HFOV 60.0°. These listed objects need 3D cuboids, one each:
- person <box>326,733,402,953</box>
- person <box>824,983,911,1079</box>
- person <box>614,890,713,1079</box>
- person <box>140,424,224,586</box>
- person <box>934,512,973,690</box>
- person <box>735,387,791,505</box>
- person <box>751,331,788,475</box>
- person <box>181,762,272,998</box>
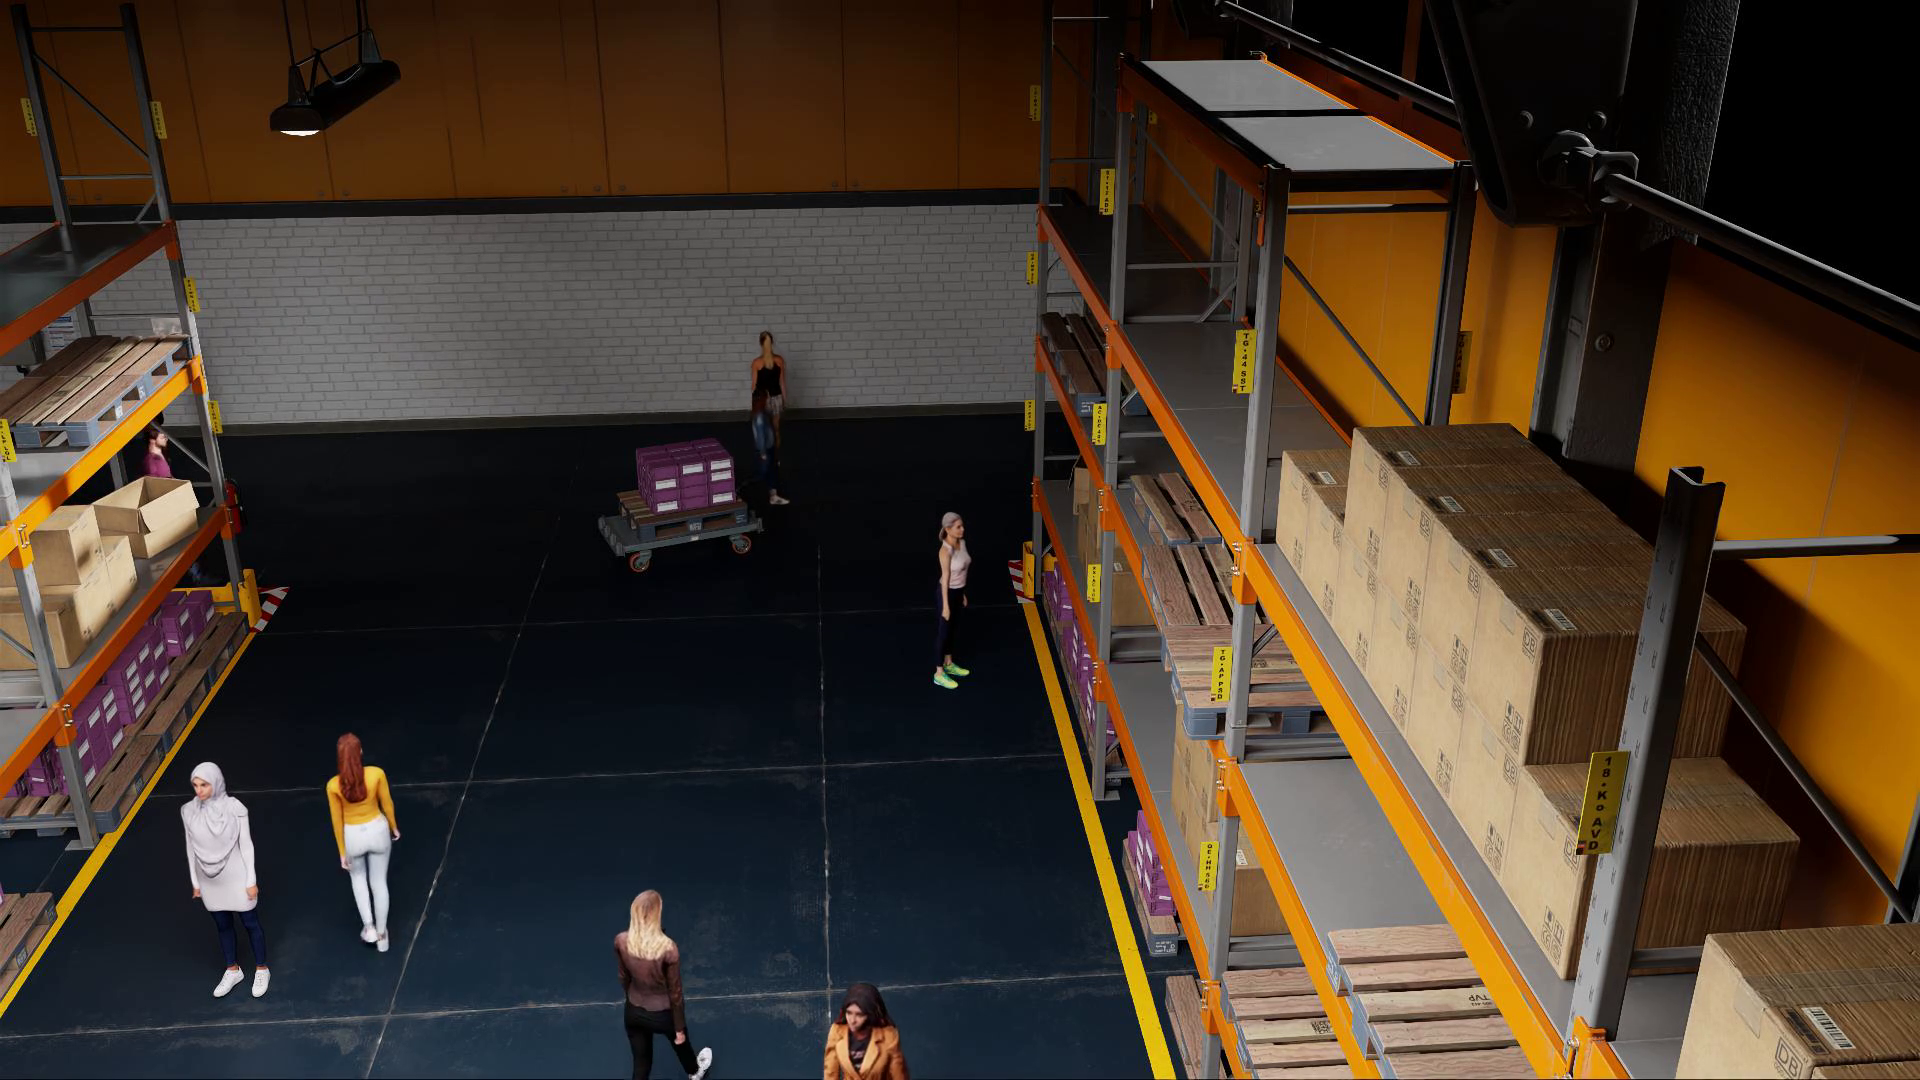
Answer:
[{"bbox_3d":[-4.145,2.158,11.653,0.660,1.739,0.673,-10,25,-21],"label":"person"},{"bbox_3d":[-0.485,3.174,9.418,1.022,1.667,1.285,8,25,19],"label":"person"},{"bbox_3d":[-1.889,2.918,10.001,0.885,1.669,1.125,7,25,16],"label":"person"},{"bbox_3d":[-8.345,-0.312,17.206,0.957,1.817,0.977,-13,27,-27],"label":"person"},{"bbox_3d":[-0.094,0.524,15.437,0.738,1.701,0.631,10,26,22],"label":"person"},{"bbox_3d":[-2.352,-1.070,19.387,0.686,1.459,0.833,0,24,1],"label":"person"},{"bbox_3d":[-2.293,-1.641,20.229,0.757,1.830,0.957,-9,25,-19],"label":"person"},{"bbox_3d":[-4.983,2.293,11.297,0.626,1.776,0.546,0,24,1],"label":"person"}]
